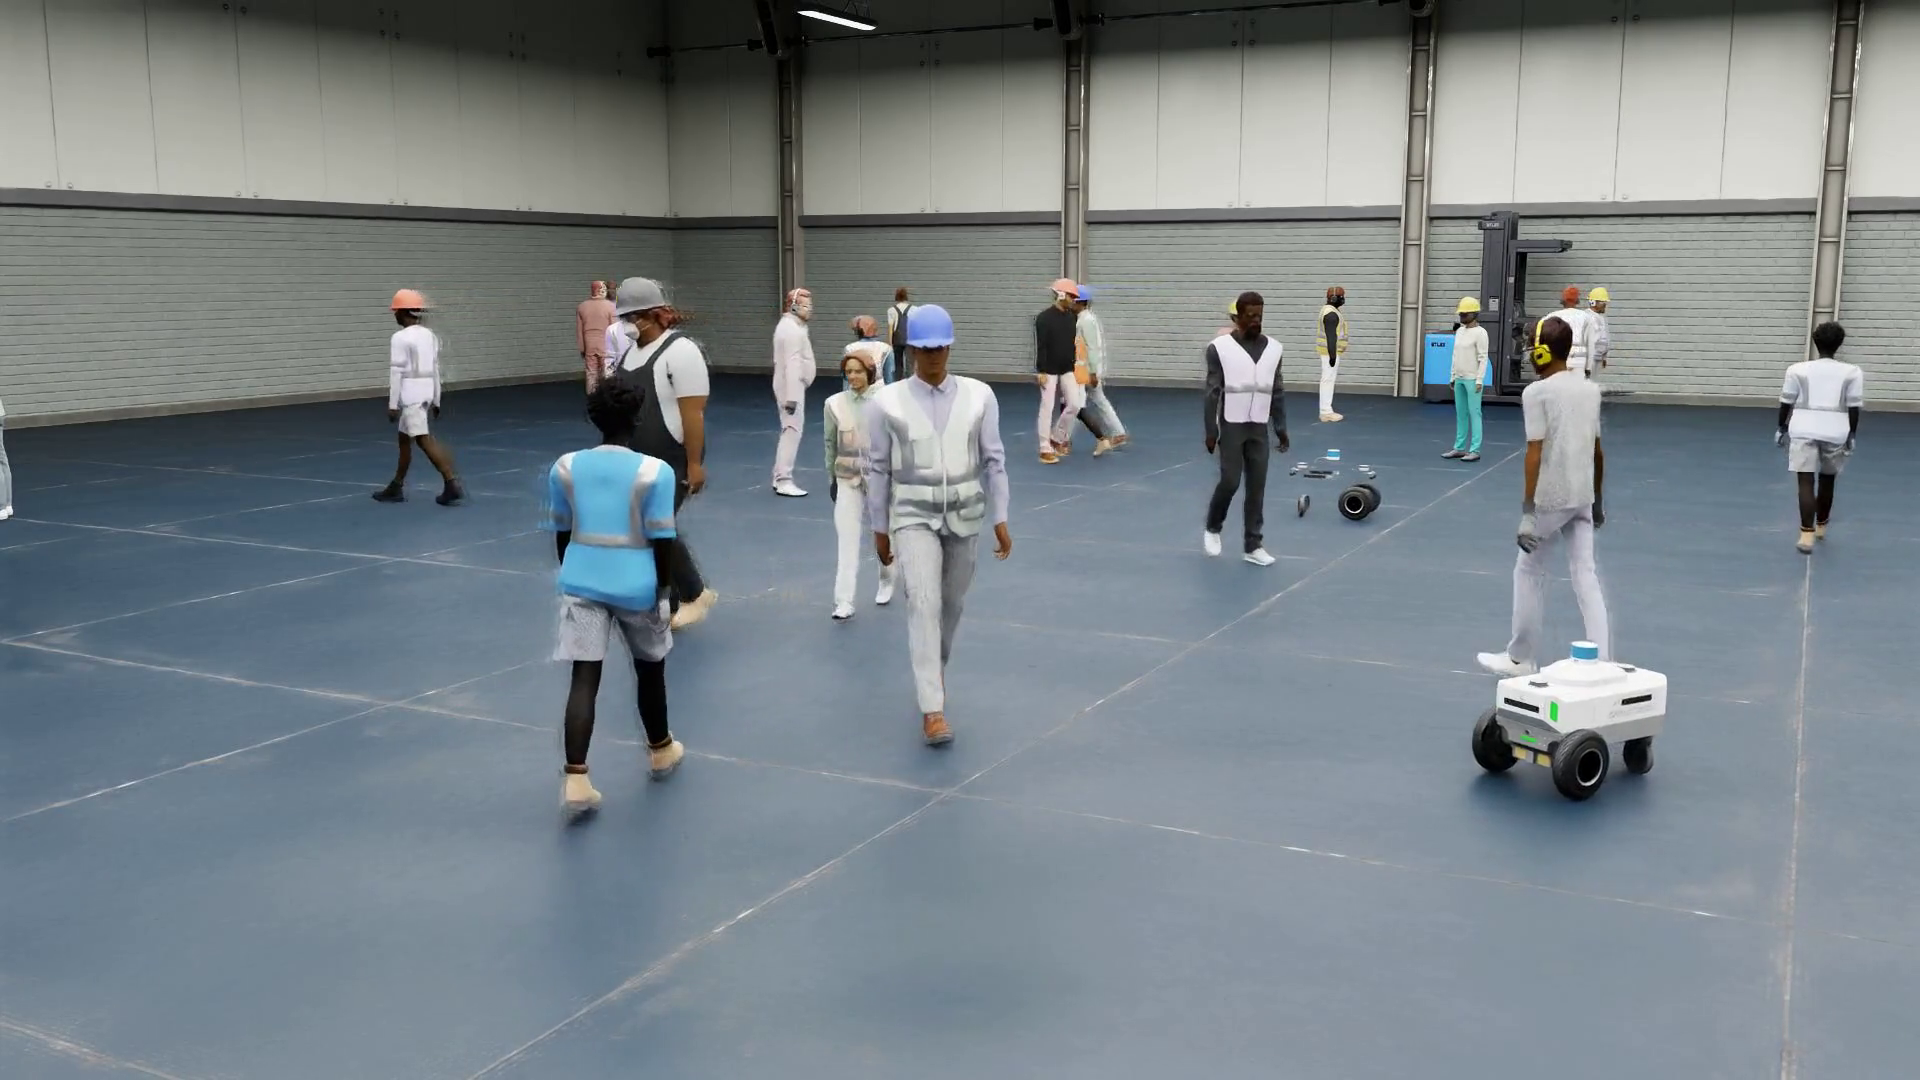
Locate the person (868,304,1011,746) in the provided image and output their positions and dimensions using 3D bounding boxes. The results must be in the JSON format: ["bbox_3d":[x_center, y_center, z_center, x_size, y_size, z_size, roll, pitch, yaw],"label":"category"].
[{"bbox_3d":[-0.114,-0.111,7.527,0.606,1.913,0.968,-2,9,-14],"label":"person"}]

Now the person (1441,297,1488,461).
[{"bbox_3d":[5.494,-1.746,18.033,0.320,1.769,0.522,-3,10,-19],"label":"person"}]

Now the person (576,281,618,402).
[{"bbox_3d":[-5.146,-2.749,23.795,0.642,1.905,0.399,2,10,15],"label":"person"}]

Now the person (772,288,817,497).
[{"bbox_3d":[-1.532,-1.350,15.233,0.438,1.889,0.690,-1,9,-6],"label":"person"}]

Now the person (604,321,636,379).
[{"bbox_3d":[-2.898,-1.327,14.949,0.587,1.927,0.368,0,9,-1],"label":"person"}]

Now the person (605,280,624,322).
[{"bbox_3d":[-5.891,-3.452,28.183,0.667,1.878,0.735,-2,10,-14],"label":"person"}]

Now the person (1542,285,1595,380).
[{"bbox_3d":[7.244,-2.089,19.842,0.587,1.883,0.484,2,9,9],"label":"person"}]

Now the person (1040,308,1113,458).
[{"bbox_3d":[1.309,-1.730,18.270,0.840,1.655,0.543,3,10,20],"label":"person"}]

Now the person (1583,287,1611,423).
[{"bbox_3d":[8.508,-2.474,22.336,0.593,1.826,0.404,-9,13,-44],"label":"person"}]

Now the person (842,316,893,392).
[{"bbox_3d":[-0.873,-1.333,15.939,0.595,1.619,0.462,-4,10,-26],"label":"person"}]

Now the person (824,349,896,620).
[{"bbox_3d":[-0.570,-0.351,9.980,0.508,1.585,0.898,1,9,9],"label":"person"}]

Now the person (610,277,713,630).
[{"bbox_3d":[-1.730,-0.457,9.368,0.543,2.000,0.700,-8,12,-41],"label":"person"}]

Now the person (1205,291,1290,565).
[{"bbox_3d":[2.026,-0.792,11.711,0.599,1.912,0.496,-4,10,-24],"label":"person"}]

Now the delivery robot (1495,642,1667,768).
[{"bbox_3d":[2.534,0.658,6.773,0.707,0.478,0.477,-5,11,-29],"label":"delivery robot"}]

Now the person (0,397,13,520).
[{"bbox_3d":[-8.045,-0.981,13.720,0.279,1.633,0.498,-3,10,-15],"label":"person"}]

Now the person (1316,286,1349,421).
[{"bbox_3d":[5.119,-2.564,22.885,0.429,1.838,0.629,2,9,10],"label":"person"}]

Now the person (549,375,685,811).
[{"bbox_3d":[-1.344,0.189,6.443,0.541,1.651,0.872,2,9,9],"label":"person"}]

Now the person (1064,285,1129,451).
[{"bbox_3d":[1.495,-1.965,19.031,0.974,1.895,0.648,1,9,6],"label":"person"}]

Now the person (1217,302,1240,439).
[{"bbox_3d":[3.047,-1.734,18.058,0.553,1.717,0.891,-2,10,-14],"label":"person"}]

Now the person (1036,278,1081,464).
[{"bbox_3d":[1.038,-1.804,17.761,0.653,1.968,0.434,-7,11,-36],"label":"person"}]

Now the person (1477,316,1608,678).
[{"bbox_3d":[2.883,-0.168,8.095,0.689,1.820,0.880,-4,10,-24],"label":"person"}]

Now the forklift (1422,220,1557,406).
[{"bbox_3d":[8.245,-3.527,25.720,1.873,2.768,1.129,5,10,27],"label":"forklift"}]

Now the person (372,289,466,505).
[{"bbox_3d":[-4.789,-1.260,14.659,0.970,1.896,0.556,2,9,14],"label":"person"}]

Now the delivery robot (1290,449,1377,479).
[{"bbox_3d":[3.149,-0.647,14.023,0.698,0.223,0.335,4,10,24],"label":"delivery robot"}]

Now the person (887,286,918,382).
[{"bbox_3d":[-0.888,-3.083,26.149,0.513,1.820,0.895,0,9,-1],"label":"person"}]

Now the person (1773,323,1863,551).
[{"bbox_3d":[6.365,-0.779,12.375,0.547,1.655,0.828,3,10,17],"label":"person"}]
